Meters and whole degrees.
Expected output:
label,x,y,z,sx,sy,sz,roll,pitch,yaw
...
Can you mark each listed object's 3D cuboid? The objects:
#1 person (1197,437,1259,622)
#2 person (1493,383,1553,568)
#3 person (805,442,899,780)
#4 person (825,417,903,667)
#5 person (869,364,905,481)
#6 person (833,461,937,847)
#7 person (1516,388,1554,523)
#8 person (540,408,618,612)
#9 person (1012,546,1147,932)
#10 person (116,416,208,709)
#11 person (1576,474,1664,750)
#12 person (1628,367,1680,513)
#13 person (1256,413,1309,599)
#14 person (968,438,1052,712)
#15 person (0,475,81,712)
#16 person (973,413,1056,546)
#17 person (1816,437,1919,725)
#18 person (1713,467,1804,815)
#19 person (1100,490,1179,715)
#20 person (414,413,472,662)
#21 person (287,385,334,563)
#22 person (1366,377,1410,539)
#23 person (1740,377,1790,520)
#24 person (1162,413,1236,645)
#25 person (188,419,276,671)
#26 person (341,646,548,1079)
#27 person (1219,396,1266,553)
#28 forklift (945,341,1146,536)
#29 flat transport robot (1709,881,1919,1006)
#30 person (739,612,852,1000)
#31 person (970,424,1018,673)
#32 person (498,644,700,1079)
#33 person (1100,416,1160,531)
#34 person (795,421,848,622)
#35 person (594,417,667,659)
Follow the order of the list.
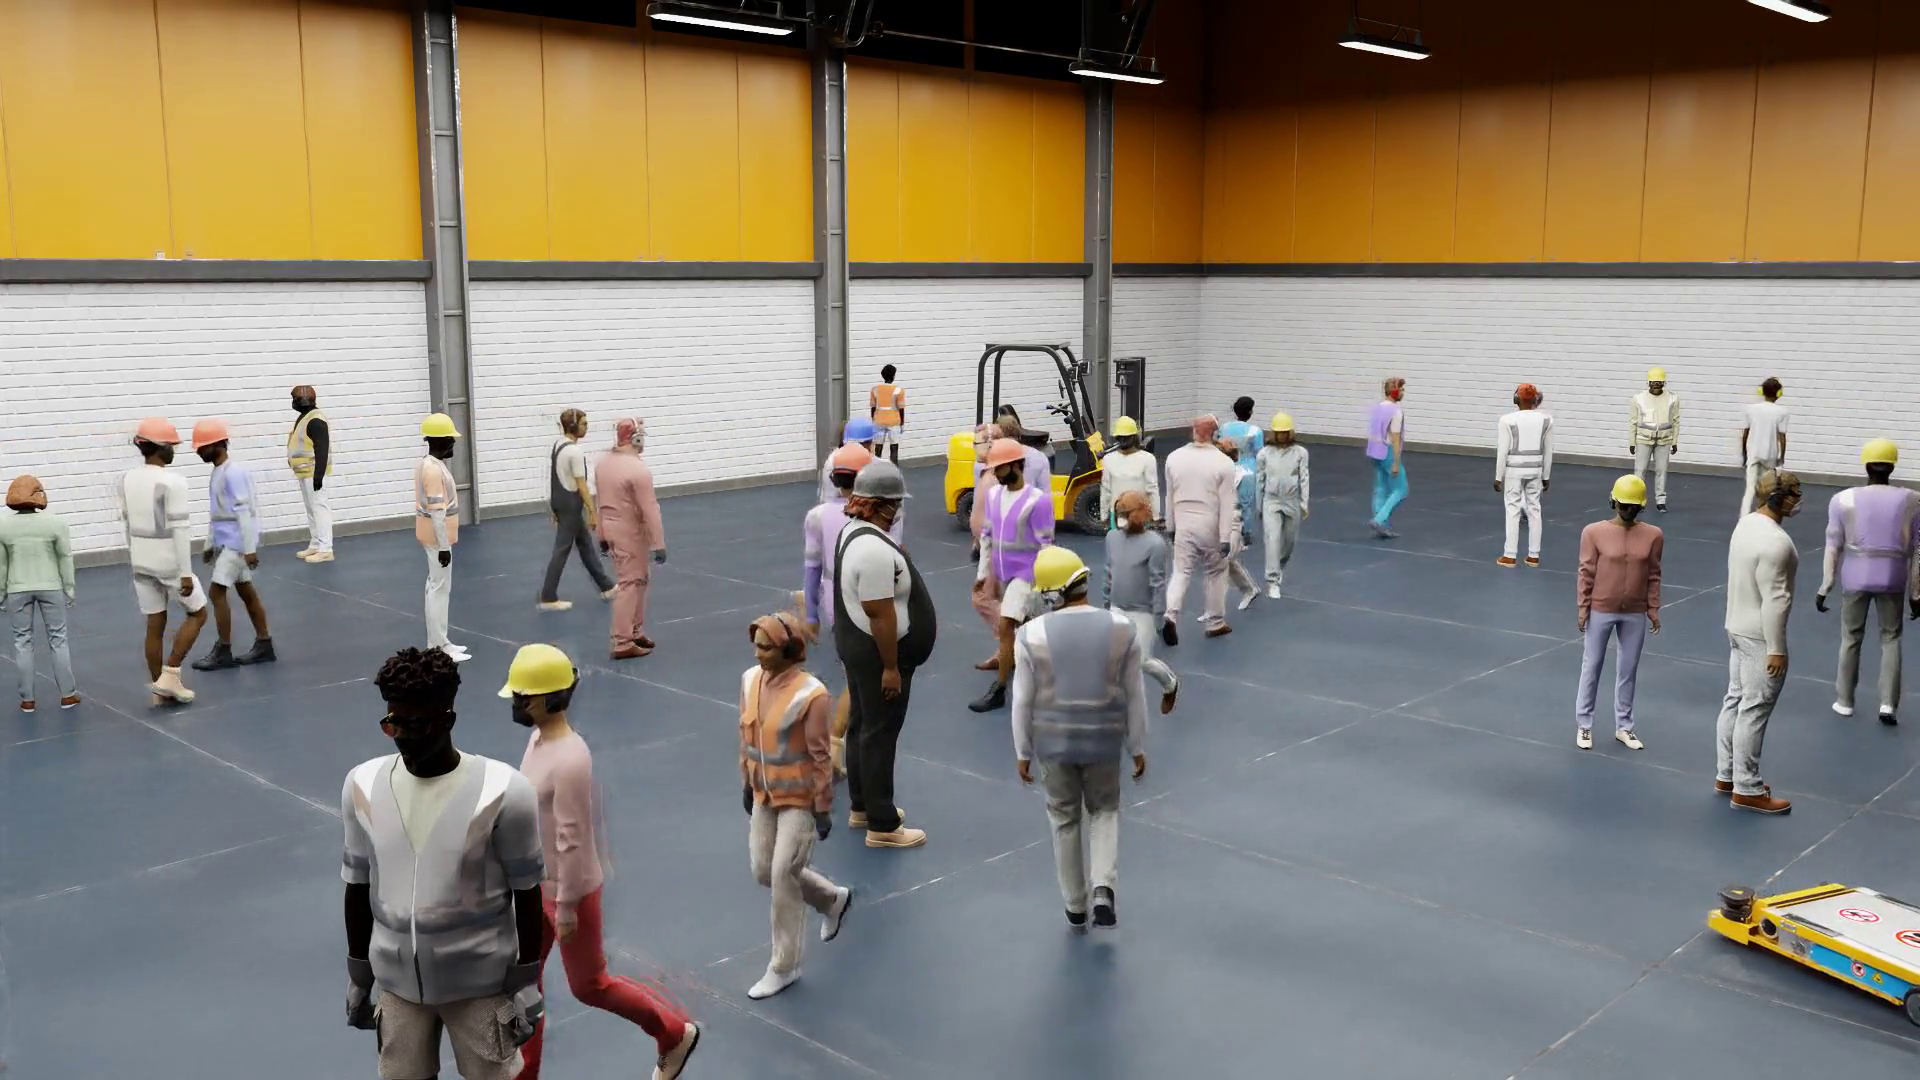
label,x,y,z,sx,sy,sz,roll,pitch,yaw
person,2.365,-0.118,14.508,0.832,1.597,0.518,-7,11,-36
person,5.726,-0.656,16.926,0.584,1.882,0.337,-1,9,-6
person,-0.666,0.410,10.063,0.611,2.004,1.025,5,10,27
person,-0.800,0.017,12.705,0.600,1.907,0.832,7,11,35
person,-1.026,-1.635,23.533,0.530,1.690,0.320,3,10,17
person,-0.395,0.586,8.831,0.538,2.000,0.683,-3,10,-17
person,6.760,-0.990,19.730,0.538,1.622,0.508,9,13,43
person,-3.372,-0.274,14.849,0.949,1.796,0.538,-5,11,-29
person,0.536,0.918,7.540,0.612,1.794,0.448,0,9,-1
person,-5.479,0.163,11.468,0.635,2.024,0.434,4,10,22
person,4.159,0.456,10.496,0.524,1.760,0.326,0,9,2
person,8.646,-1.245,20.736,0.591,1.825,0.403,2,9,12
person,3.001,-0.353,15.597,0.489,1.710,0.768,0,9,1
person,0.456,0.211,11.647,1.008,1.891,0.536,-8,12,-41
person,-6.354,0.367,11.423,0.501,1.631,0.286,-4,10,-22
person,0.437,-0.086,13.547,0.651,1.865,1.017,-2,9,-12
person,6.107,0.274,11.146,0.625,1.936,0.441,4,10,23
person,4.498,0.552,9.350,0.355,1.938,0.637,1,9,8
person,1.181,0.458,10.943,0.562,1.611,0.504,-9,13,-43
person,-4.020,-0.020,12.895,0.367,1.927,0.590,-4,10,-21
person,-6.744,-0.690,17.264,0.429,1.841,0.634,-6,11,-34
person,4.797,-0.905,18.631,0.443,1.830,0.562,-3,10,-15
person,9.067,-0.929,18.795,0.515,1.832,0.969,6,11,34
person,1.925,-0.093,13.506,0.652,1.874,0.885,6,11,34
person,-5.621,0.036,12.616,0.767,1.900,0.576,-6,11,-33
person,-1.523,1.265,4.894,0.613,1.963,0.362,1,9,7
person,3.057,-0.708,17.869,0.547,1.675,0.572,7,12,38
forklift,0.977,-1.223,19.452,2.313,2.155,1.214,2,9,11
flat transport robot,3.998,1.759,7.049,0.652,0.197,1.431,-4,10,-24
person,-0.696,1.081,7.059,0.524,1.614,0.588,9,13,43
person,0.255,0.073,12.466,0.429,1.887,0.658,0,9,-3
person,-1.362,1.212,5.941,0.797,1.742,0.531,-5,11,-29
person,1.508,-0.230,14.723,0.571,1.747,0.475,4,10,25
person,-1.019,-0.078,13.606,0.692,1.813,0.673,2,9,10
person,-2.500,-0.020,12.997,0.613,1.886,0.680,-8,12,-40
